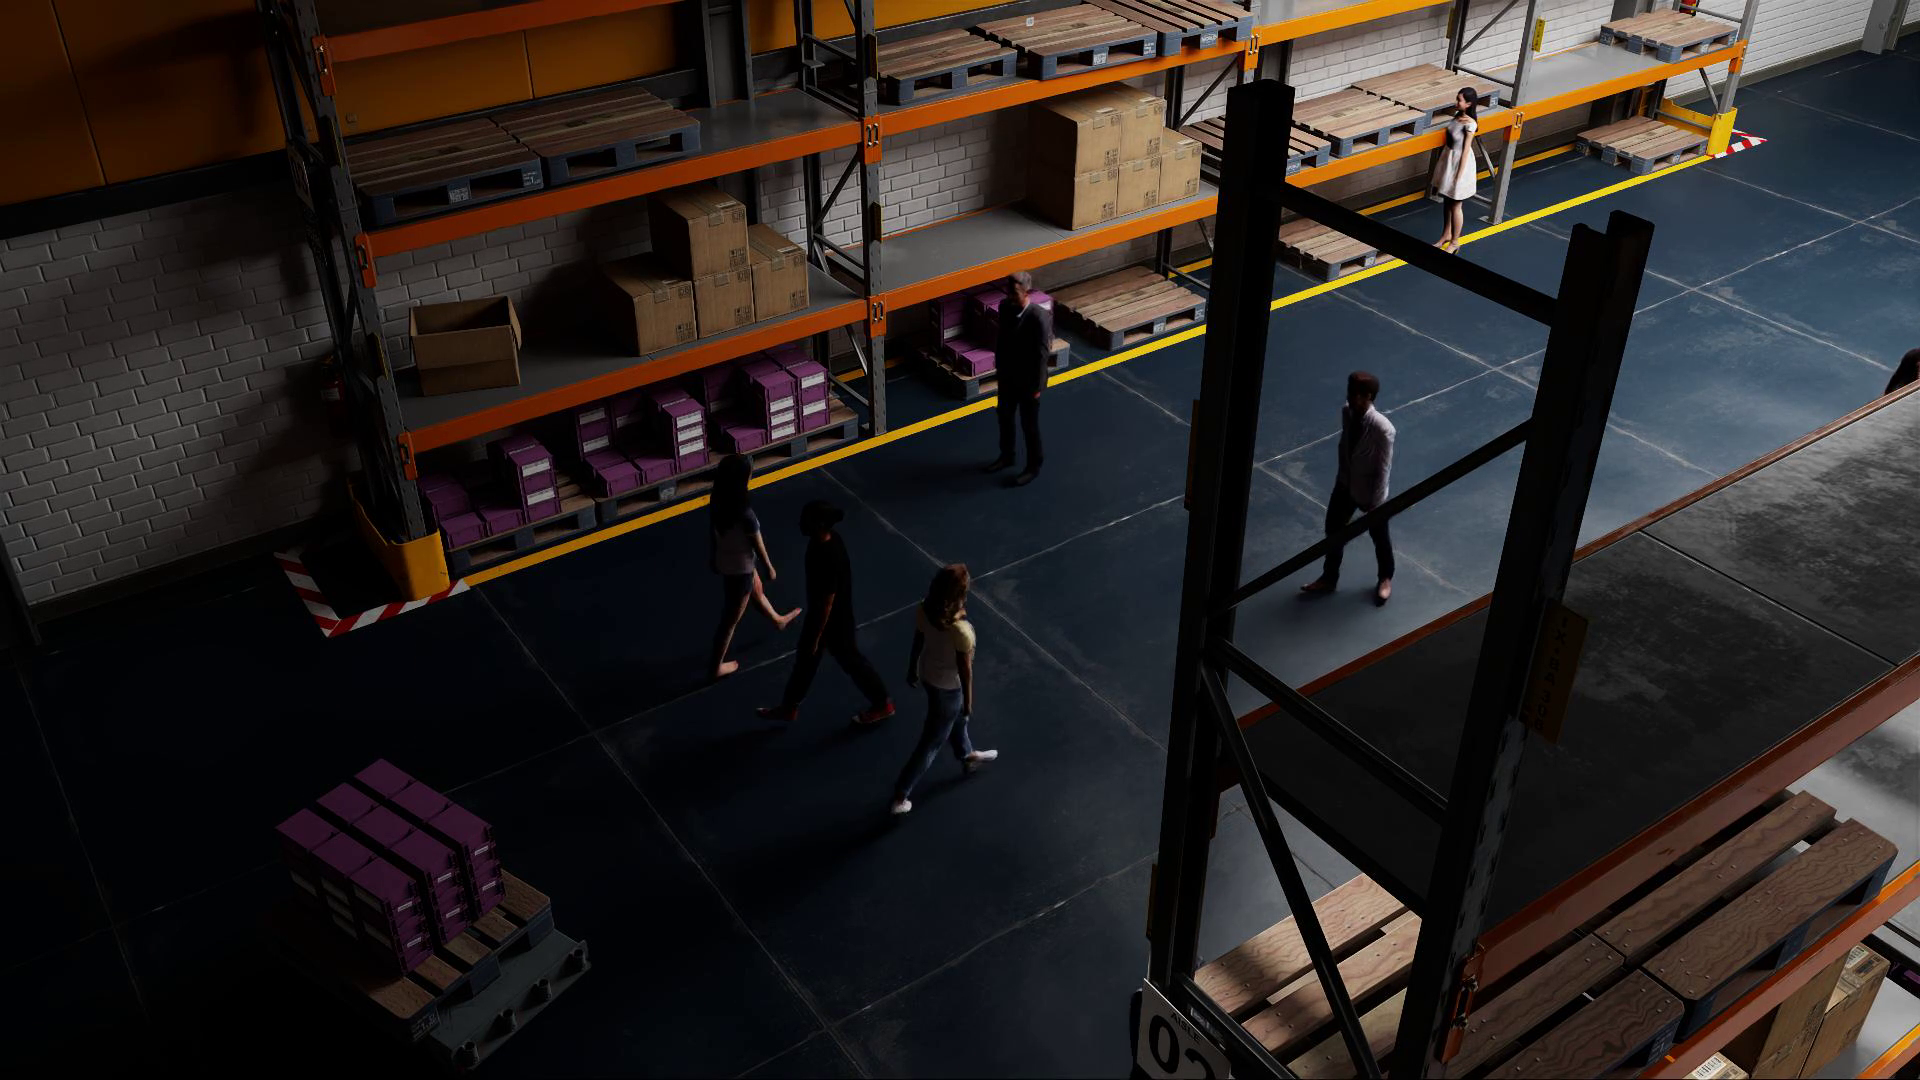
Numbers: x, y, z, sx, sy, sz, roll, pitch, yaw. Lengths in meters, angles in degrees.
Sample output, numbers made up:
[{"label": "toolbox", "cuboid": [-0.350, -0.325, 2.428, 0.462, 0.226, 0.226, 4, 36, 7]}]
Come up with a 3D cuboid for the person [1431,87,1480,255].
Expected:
[{"label": "person", "cuboid": [5.079, -3.771, 17.039, 0.797, 1.769, 0.775, -3, 34, -5]}]

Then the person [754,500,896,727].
[{"label": "person", "cuboid": [-0.737, 0.515, 10.641, 1.217, 1.712, 0.879, -10, 35, -15]}]

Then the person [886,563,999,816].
[{"label": "person", "cuboid": [-0.177, 0.941, 10.030, 1.170, 1.681, 0.713, -27, 42, -34]}]

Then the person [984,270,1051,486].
[{"label": "person", "cuboid": [0.495, -1.326, 13.305, 0.676, 1.831, 0.782, -28, 42, -35]}]

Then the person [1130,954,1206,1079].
[{"label": "person", "cuboid": [0.861, 2.566, 7.450, 0.739, 1.830, 0.640, -20, 38, -27]}]

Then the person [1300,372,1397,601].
[{"label": "person", "cuboid": [2.941, -0.378, 11.896, 0.903, 1.811, 0.728, -22, 39, -29]}]

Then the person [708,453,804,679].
[{"label": "person", "cuboid": [-1.561, 0.219, 11.132, 1.071, 1.663, 0.616, -24, 41, -32]}]
